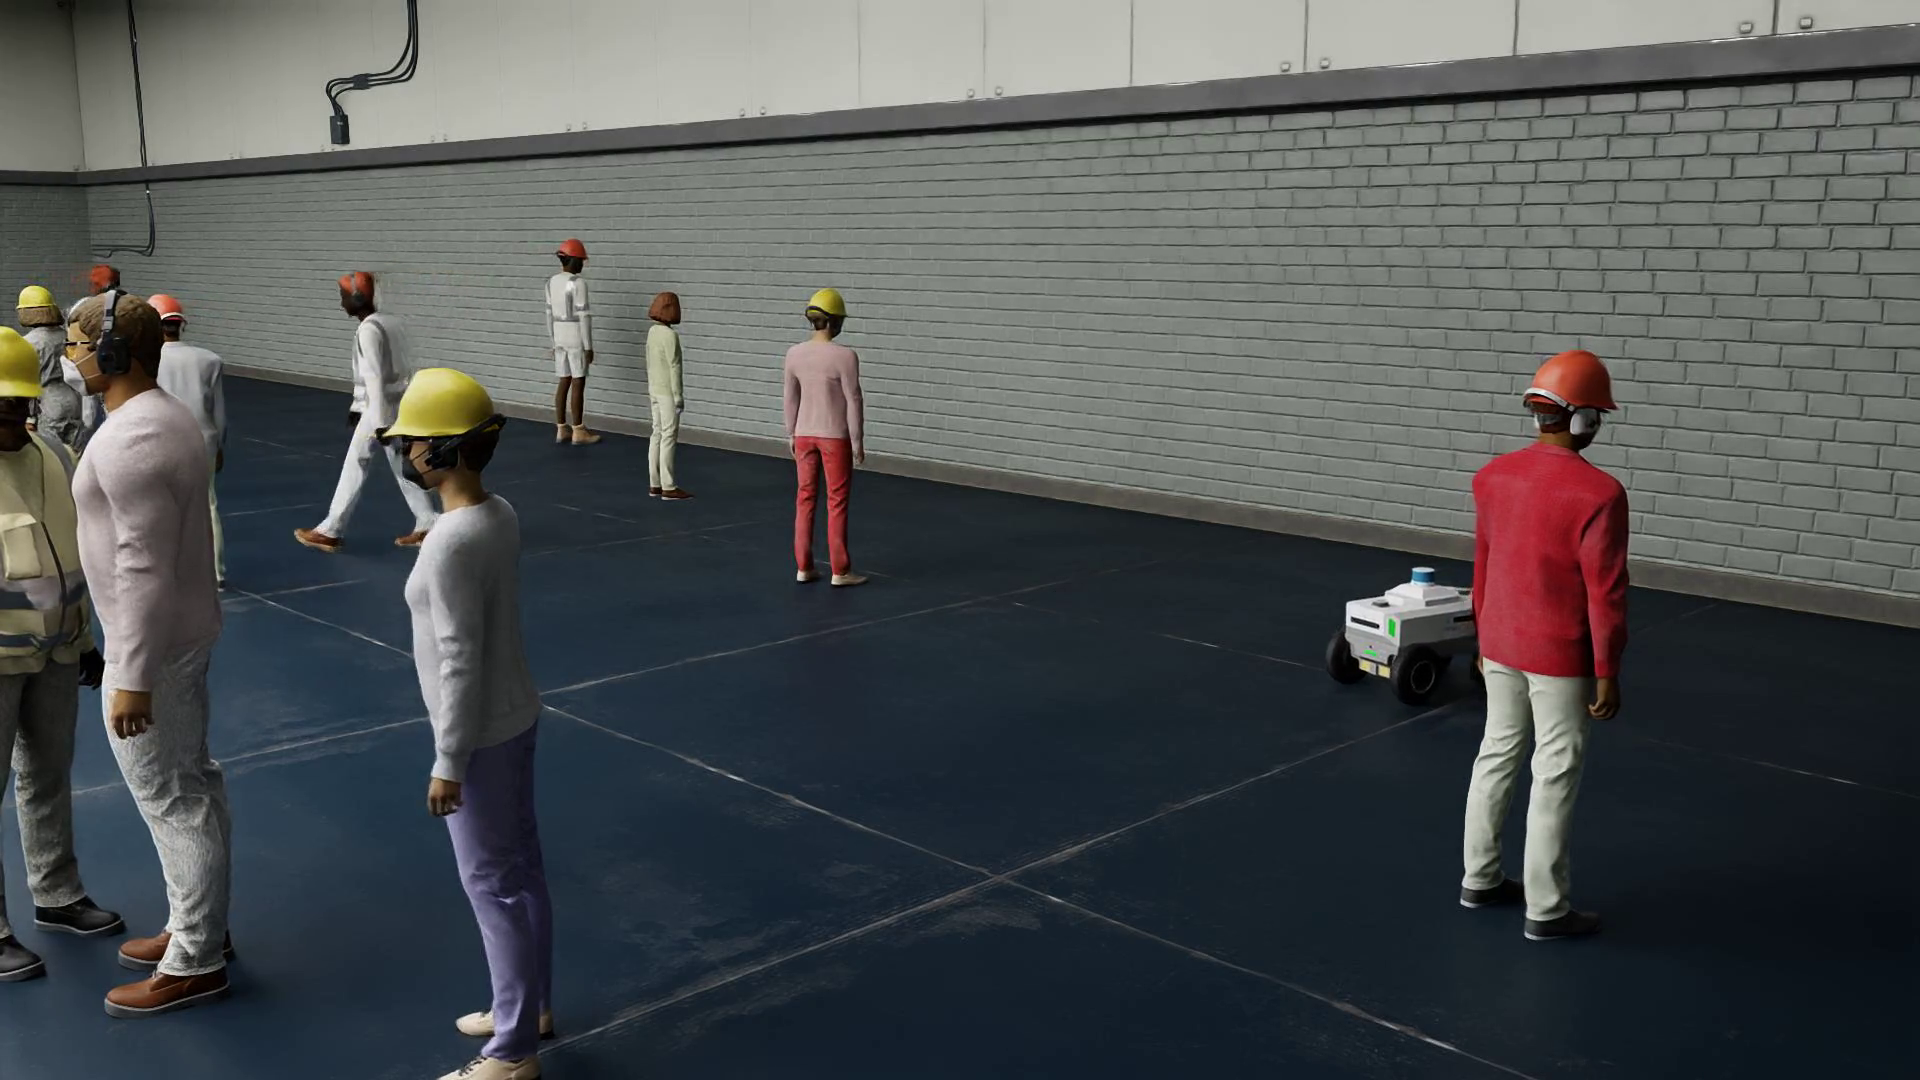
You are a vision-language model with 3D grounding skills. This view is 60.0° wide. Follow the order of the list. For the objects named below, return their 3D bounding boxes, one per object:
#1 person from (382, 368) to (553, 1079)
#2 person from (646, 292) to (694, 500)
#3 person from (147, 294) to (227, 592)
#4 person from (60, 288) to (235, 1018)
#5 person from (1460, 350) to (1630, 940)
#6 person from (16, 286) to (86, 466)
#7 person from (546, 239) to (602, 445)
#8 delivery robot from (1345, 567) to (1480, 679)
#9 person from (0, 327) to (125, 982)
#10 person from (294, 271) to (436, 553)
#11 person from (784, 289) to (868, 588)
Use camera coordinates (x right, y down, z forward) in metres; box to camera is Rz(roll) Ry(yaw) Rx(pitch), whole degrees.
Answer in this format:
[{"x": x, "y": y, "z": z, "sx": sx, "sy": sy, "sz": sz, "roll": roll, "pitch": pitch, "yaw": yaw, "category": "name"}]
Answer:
[{"x": -1.190, "y": 0.469, "z": 4.038, "sx": 0.331, "sy": 1.768, "sz": 0.526, "roll": 0, "pitch": 10, "yaw": -2, "category": "person"}, {"x": -2.319, "y": -1.140, "z": 13.168, "sx": 0.269, "sy": 1.632, "sz": 0.505, "roll": -6, "pitch": 12, "yaw": -32, "category": "person"}, {"x": -4.516, "y": -0.537, "z": 9.589, "sx": 0.571, "sy": 1.742, "sz": 0.348, "roll": -10, "pitch": 14, "yaw": -43, "category": "person"}, {"x": -2.178, "y": 0.301, "z": 4.480, "sx": 0.364, "sy": 1.939, "sz": 0.636, "roll": -3, "pitch": 11, "yaw": -18, "category": "person"}, {"x": 1.767, "y": 0.309, "z": 4.970, "sx": 0.350, "sy": 1.743, "sz": 0.568, "roll": -5, "pitch": 11, "yaw": -24, "category": "person"}, {"x": -6.256, "y": -0.871, "z": 11.439, "sx": 0.320, "sy": 1.737, "sz": 0.483, "roll": 3, "pitch": 11, "yaw": 16, "category": "person"}, {"x": -3.851, "y": -1.976, "z": 16.617, "sx": 0.615, "sy": 2.038, "sz": 0.396, "roll": 9, "pitch": 14, "yaw": 41, "category": "person"}, {"x": 2.116, "y": 0.369, "z": 7.632, "sx": 0.707, "sy": 0.478, "sz": 0.477, "roll": -6, "pitch": 12, "yaw": -30, "category": "delivery robot"}, {"x": -2.689, "y": 0.310, "z": 4.739, "sx": 0.404, "sy": 1.826, "sz": 0.587, "roll": 3, "pitch": 11, "yaw": 18, "category": "person"}, {"x": -3.915, "y": -0.834, "z": 10.944, "sx": 0.910, "sy": 1.835, "sz": 0.585, "roll": -1, "pitch": 10, "yaw": -3, "category": "person"}, {"x": -0.790, "y": -0.601, "z": 9.877, "sx": 0.533, "sy": 1.765, "sz": 0.329, "roll": 6, "pitch": 12, "yaw": 29, "category": "person"}]
